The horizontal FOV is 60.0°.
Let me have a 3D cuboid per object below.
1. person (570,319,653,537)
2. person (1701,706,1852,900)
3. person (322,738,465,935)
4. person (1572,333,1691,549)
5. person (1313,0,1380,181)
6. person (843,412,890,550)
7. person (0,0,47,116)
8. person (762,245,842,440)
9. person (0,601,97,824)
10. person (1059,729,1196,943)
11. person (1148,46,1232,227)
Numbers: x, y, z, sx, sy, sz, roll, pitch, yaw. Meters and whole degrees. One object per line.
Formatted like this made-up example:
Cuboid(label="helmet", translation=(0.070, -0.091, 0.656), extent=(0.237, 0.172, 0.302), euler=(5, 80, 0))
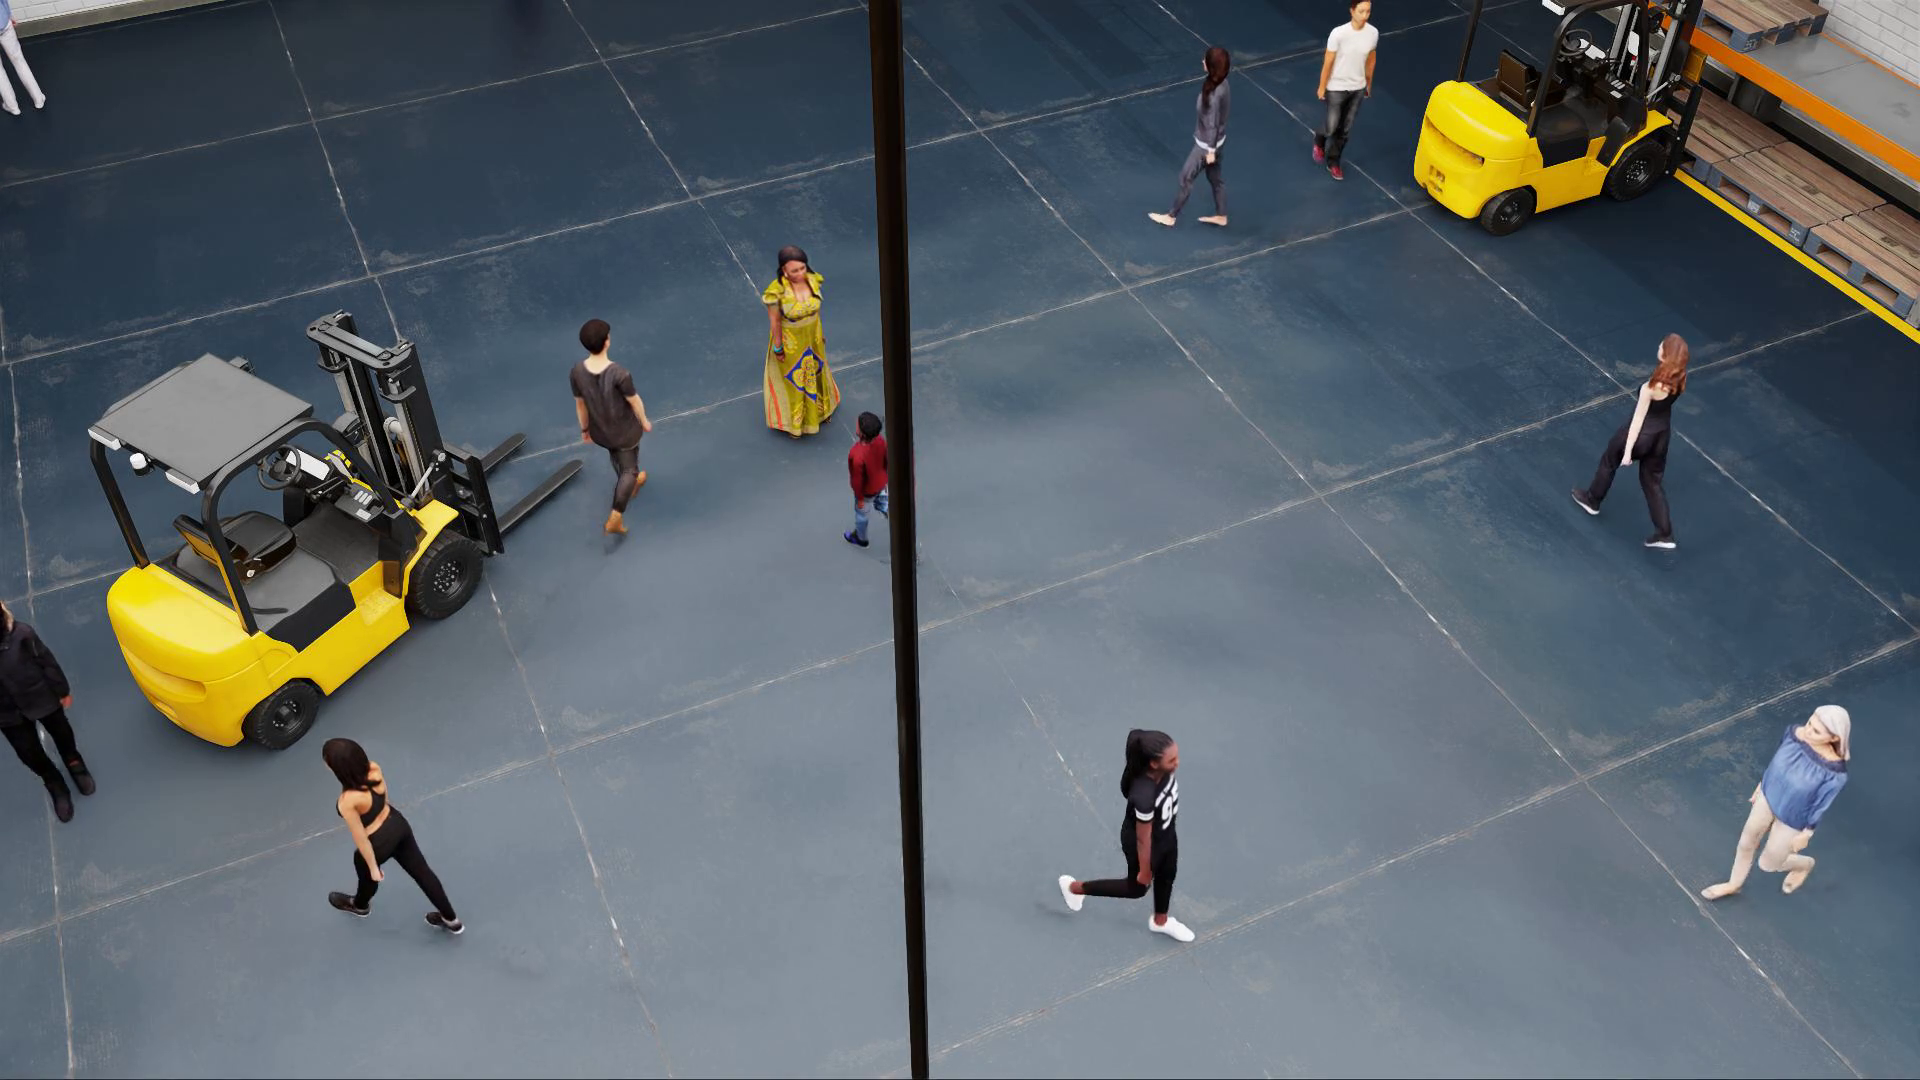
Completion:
Cuboid(label="person", translation=(-2.505, -0.781, 11.895), extent=(1.040, 1.694, 1.120), euler=(13, 45, 13))
Cuboid(label="person", translation=(4.773, 1.534, 9.481), extent=(0.752, 1.682, 0.824), euler=(-11, 45, -11))
Cuboid(label="person", translation=(-3.163, 1.715, 9.341), extent=(1.072, 1.604, 1.022), euler=(13, 45, 13))
Cuboid(label="person", translation=(4.925, -0.669, 11.765), extent=(0.591, 1.712, 1.120), euler=(-19, 47, -19))
Cuboid(label="person", translation=(3.553, -4.252, 15.471), extent=(0.722, 1.798, 0.788), euler=(-10, 44, -10))
Cuboid(label="person", translation=(-0.589, -0.384, 11.805), extent=(0.843, 1.243, 0.722), euler=(24, 49, 23))
Cuboid(label="person", translation=(-9.506, -5.071, 16.257), extent=(0.698, 1.888, 0.622), euler=(-27, 50, -25))
Cuboid(label="person", translation=(-1.245, -1.543, 12.727), extent=(0.955, 1.661, 0.917), euler=(-34, 53, -30))
Cuboid(label="person", translation=(-5.693, 0.903, 10.076), extent=(0.687, 1.764, 0.723), euler=(-25, 49, -24))
Cuboid(label="person", translation=(0.968, 1.667, 9.315), extent=(1.113, 1.709, 1.027), euler=(15, 46, 15))
Cuboid(label="person", translation=(2.294, -3.523, 14.738), extent=(1.021, 1.743, 0.992), euler=(10, 44, 10))
